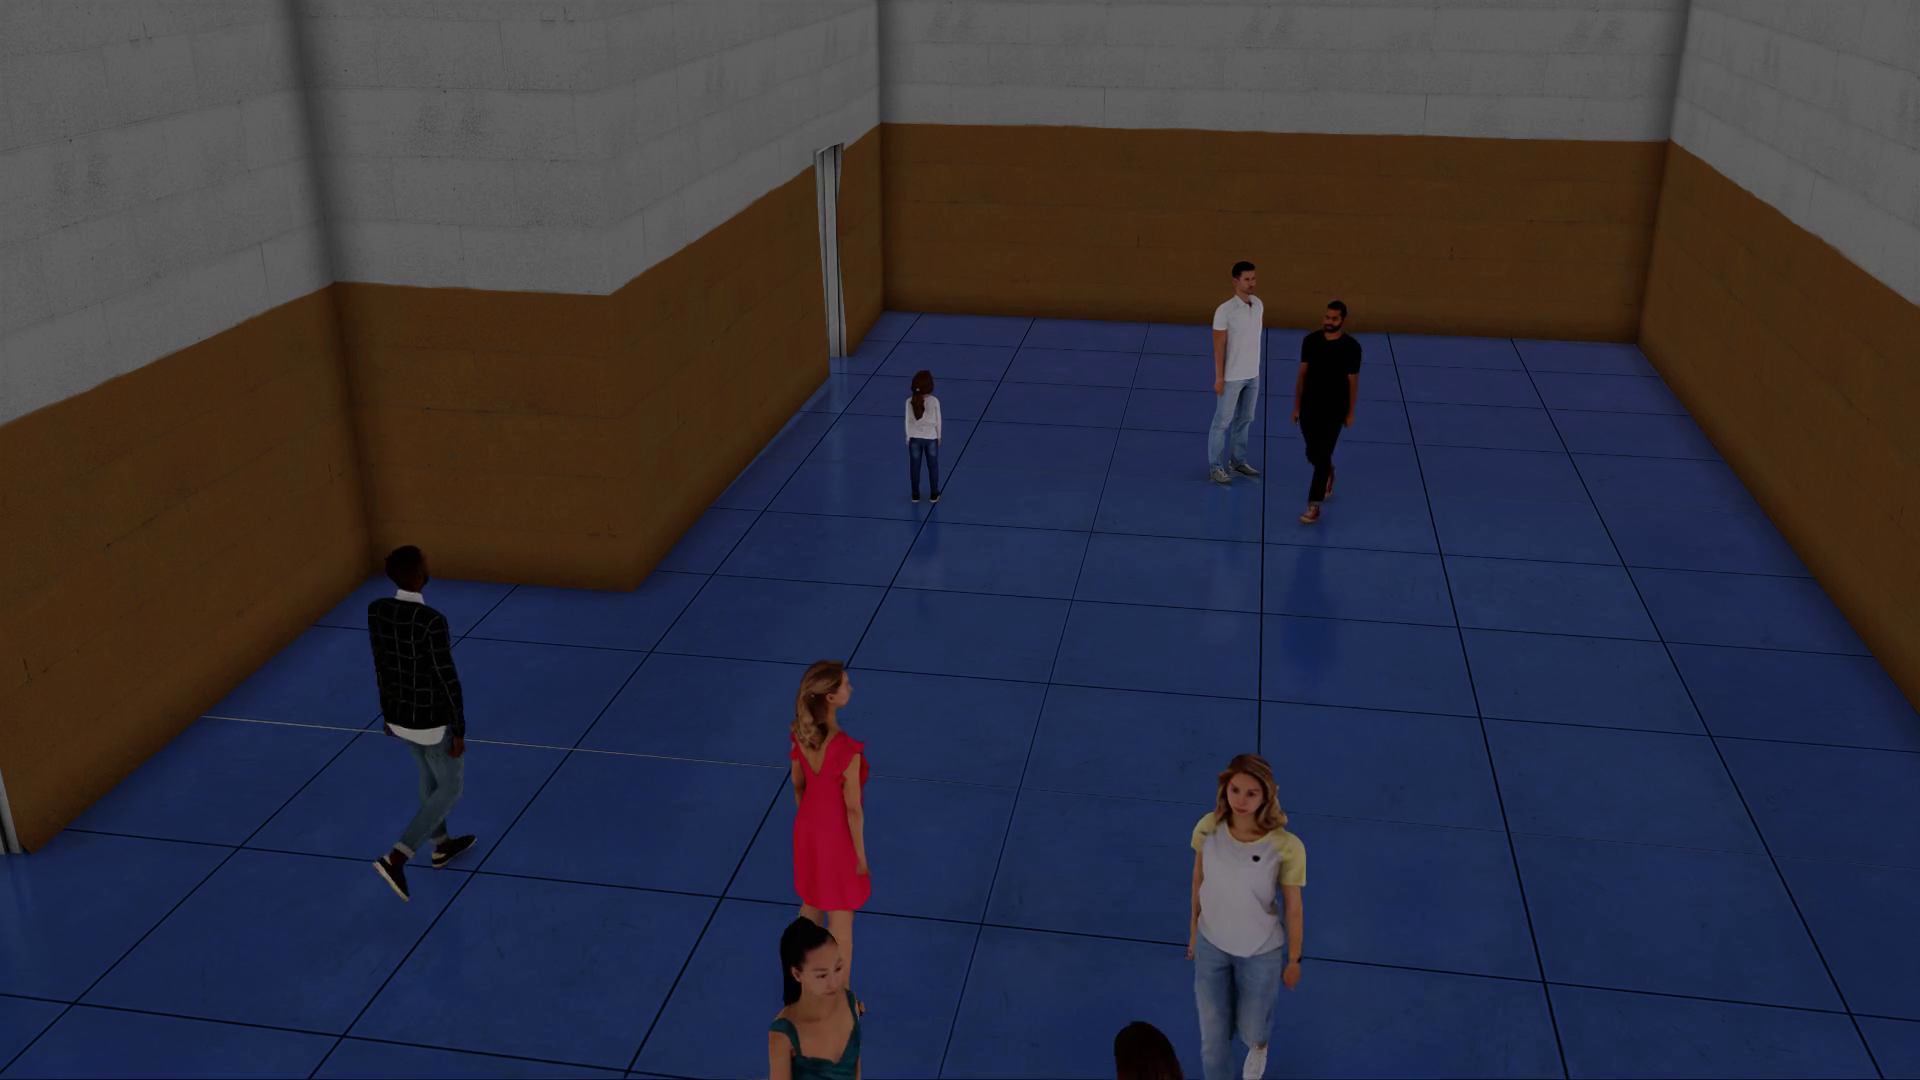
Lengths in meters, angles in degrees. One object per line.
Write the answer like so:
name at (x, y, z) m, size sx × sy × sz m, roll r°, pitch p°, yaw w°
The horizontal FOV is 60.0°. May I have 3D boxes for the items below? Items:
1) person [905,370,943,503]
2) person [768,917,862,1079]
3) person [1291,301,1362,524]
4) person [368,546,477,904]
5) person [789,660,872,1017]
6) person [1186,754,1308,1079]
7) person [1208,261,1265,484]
person at (-0.299, -0.857, 13.549) m, size 0.465 × 1.110 × 0.550 m, roll -1°, pitch 22°, yaw -3°
person at (-0.528, 2.022, 5.665) m, size 0.993 × 1.646 × 1.086 m, roll -17°, pitch 27°, yaw -36°
person at (2.910, -1.051, 13.197) m, size 1.151 × 1.732 × 0.981 m, roll 14°, pitch 26°, yaw 30°
person at (-2.714, 0.924, 8.192) m, size 1.035 × 1.799 × 0.917 m, roll 10°, pitch 24°, yaw 23°
person at (-0.585, 1.317, 7.312) m, size 0.722 × 1.727 × 0.642 m, roll -20°, pitch 29°, yaw -41°
person at (1.150, 1.591, 6.627) m, size 0.956 × 1.713 × 0.890 m, roll 12°, pitch 25°, yaw 28°
person at (2.332, -1.415, 13.927) m, size 0.738 × 1.864 × 0.798 m, roll -15°, pitch 26°, yaw -32°
